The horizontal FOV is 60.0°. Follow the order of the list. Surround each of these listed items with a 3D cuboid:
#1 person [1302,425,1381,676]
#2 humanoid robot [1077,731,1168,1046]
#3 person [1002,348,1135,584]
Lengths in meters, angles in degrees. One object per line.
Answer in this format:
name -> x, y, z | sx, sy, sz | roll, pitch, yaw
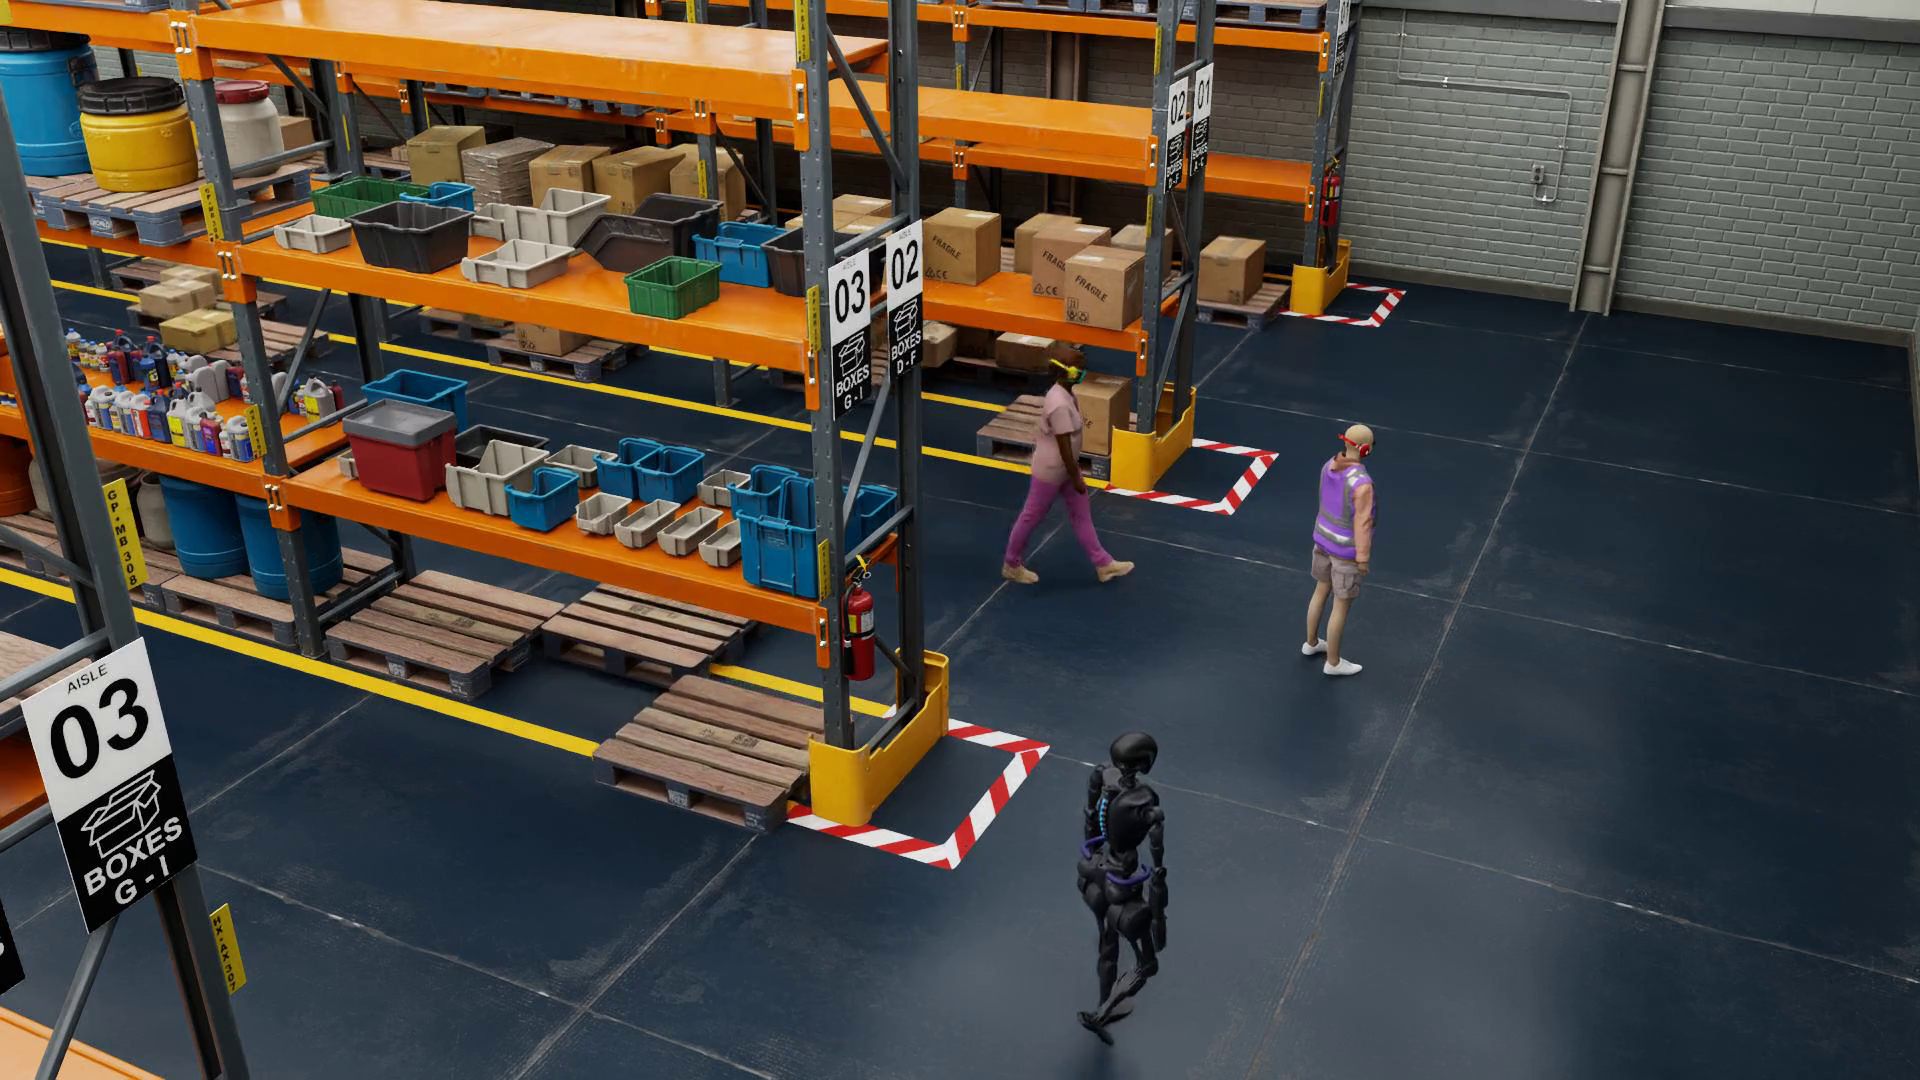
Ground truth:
person -> 2.428, 0.058, 10.587 | 0.347, 1.688, 0.491 | -10, 28, -19
humanoid robot -> 0.686, 1.565, 7.551 | 0.420, 1.647, 0.599 | -16, 30, -29
person -> 0.741, -0.482, 11.615 | 0.962, 1.734, 0.540 | 7, 27, 13
